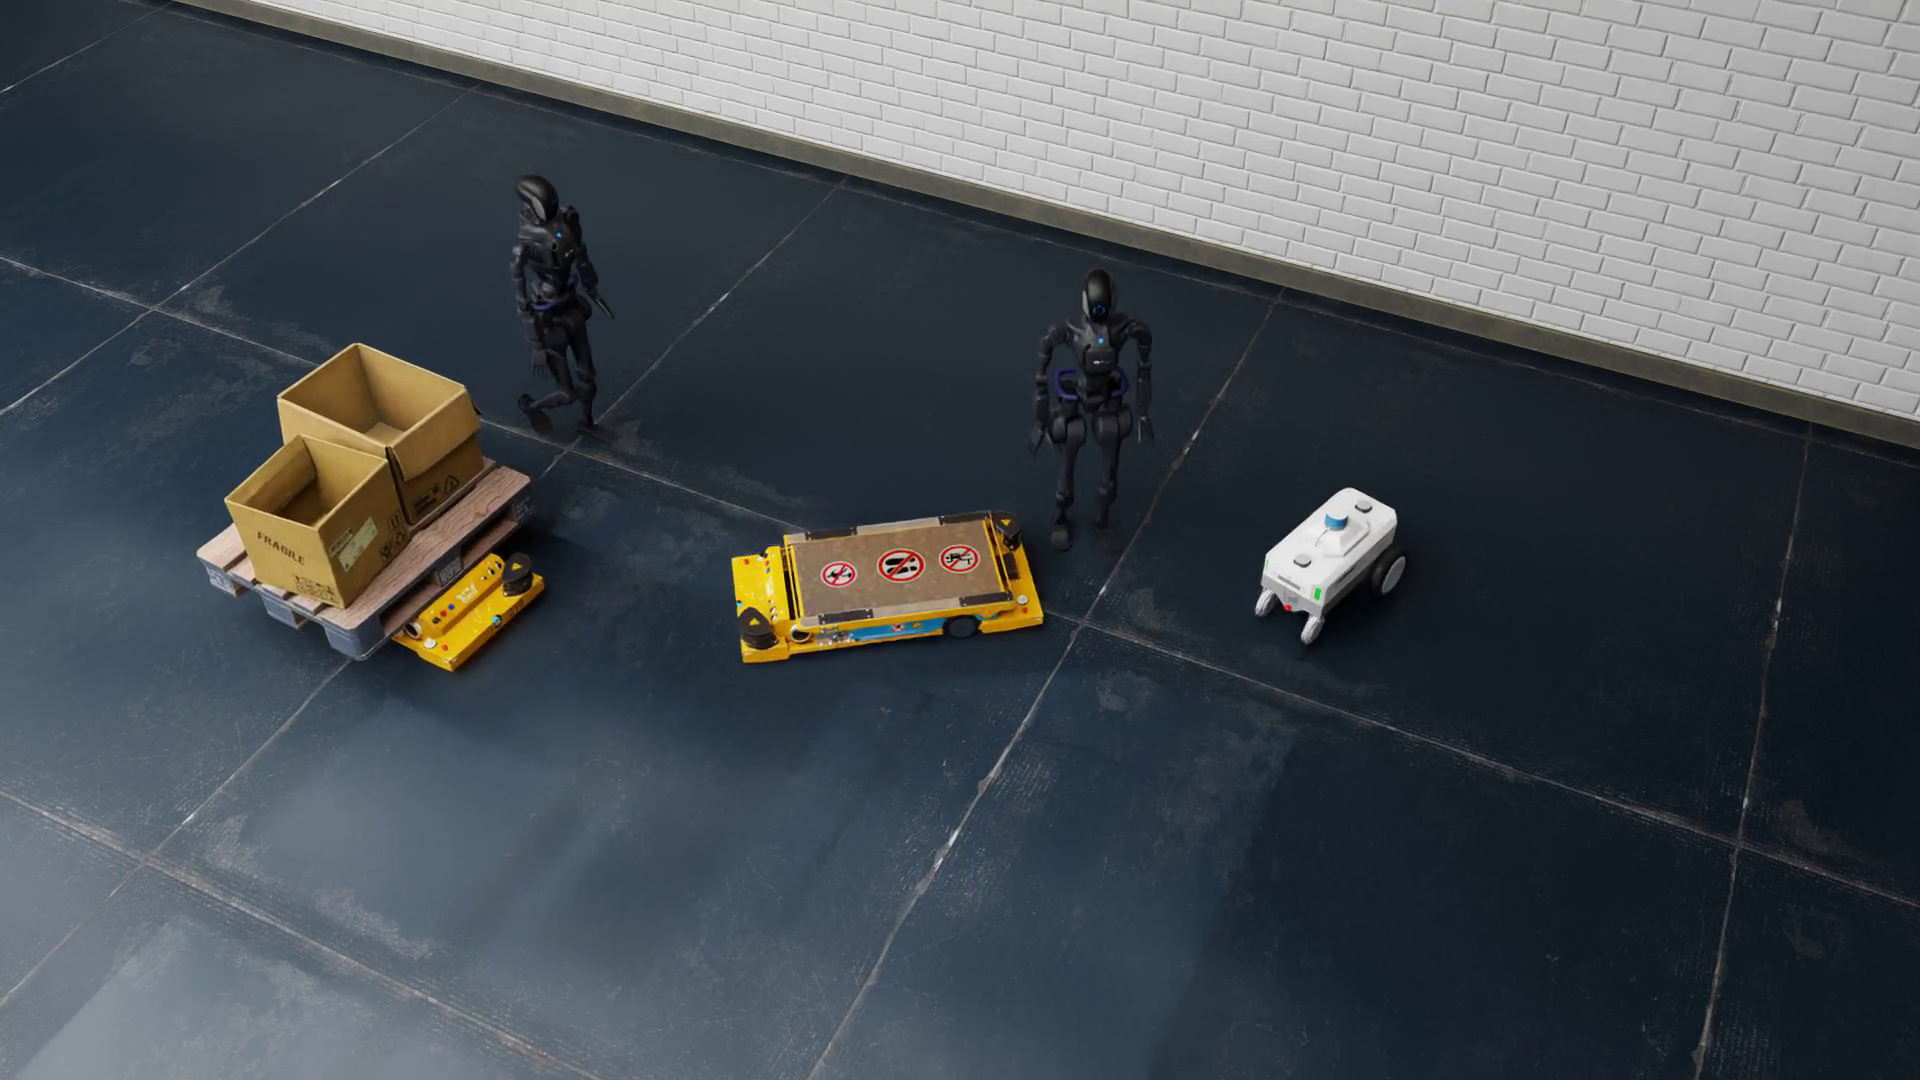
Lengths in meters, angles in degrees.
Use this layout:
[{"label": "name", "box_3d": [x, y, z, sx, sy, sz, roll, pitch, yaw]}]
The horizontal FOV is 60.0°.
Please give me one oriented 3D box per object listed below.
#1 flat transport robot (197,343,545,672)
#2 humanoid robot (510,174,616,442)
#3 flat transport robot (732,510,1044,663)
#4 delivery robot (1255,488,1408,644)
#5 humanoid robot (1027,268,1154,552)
[{"label": "flat transport robot", "box_3d": [-2.798, 0.119, 8.127, 1.431, 0.231, 0.659, 22, 47, 22]}, {"label": "humanoid robot", "box_3d": [-2.102, -1.178, 8.496, 0.486, 1.641, 0.589, 17, 46, 18]}, {"label": "flat transport robot", "box_3d": [-0.363, 0.217, 8.021, 1.431, 0.231, 0.659, -7, 43, -7]}, {"label": "delivery robot", "box_3d": [1.774, 0.083, 7.967, 0.499, 0.611, 0.814, 32, 52, 30]}, {"label": "humanoid robot", "box_3d": [0.628, -0.599, 7.865, 0.615, 1.650, 0.332, -6, 43, -6]}]
